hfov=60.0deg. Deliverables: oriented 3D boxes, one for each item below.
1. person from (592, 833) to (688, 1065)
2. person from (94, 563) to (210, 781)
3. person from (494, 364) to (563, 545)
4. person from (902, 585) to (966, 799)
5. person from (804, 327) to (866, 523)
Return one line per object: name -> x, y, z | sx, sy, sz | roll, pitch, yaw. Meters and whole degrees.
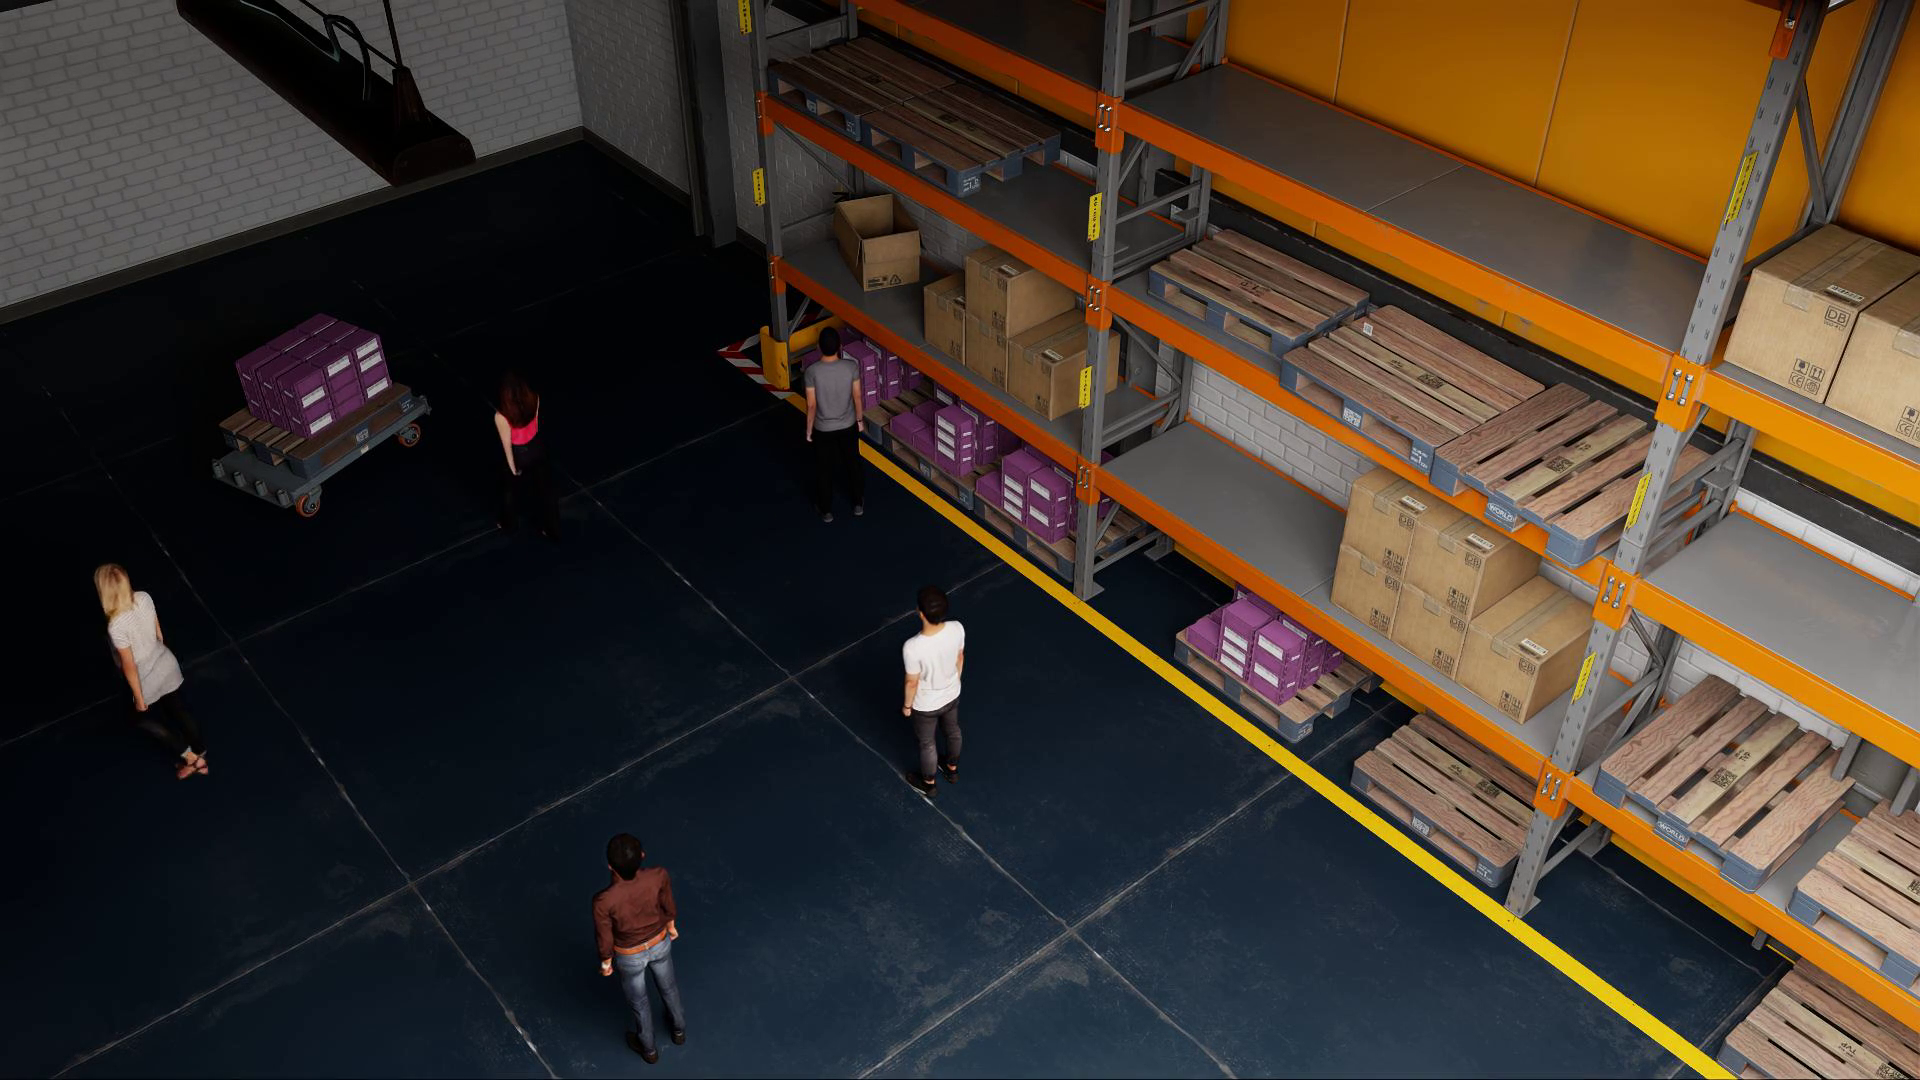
person -> -1.760, 2.259, 9.217 | 0.647, 1.782, 0.521 | -26, 45, -29
person -> -5.199, 0.902, 10.888 | 0.817, 1.817, 0.764 | 5, 39, 6
person -> -3.334, -0.635, 12.954 | 0.892, 1.641, 0.686 | 27, 46, 29
person -> -0.168, 0.985, 10.860 | 0.620, 1.722, 0.526 | -26, 45, -29
person -> -1.001, -0.926, 13.227 | 0.697, 1.754, 0.666 | -11, 40, -14
